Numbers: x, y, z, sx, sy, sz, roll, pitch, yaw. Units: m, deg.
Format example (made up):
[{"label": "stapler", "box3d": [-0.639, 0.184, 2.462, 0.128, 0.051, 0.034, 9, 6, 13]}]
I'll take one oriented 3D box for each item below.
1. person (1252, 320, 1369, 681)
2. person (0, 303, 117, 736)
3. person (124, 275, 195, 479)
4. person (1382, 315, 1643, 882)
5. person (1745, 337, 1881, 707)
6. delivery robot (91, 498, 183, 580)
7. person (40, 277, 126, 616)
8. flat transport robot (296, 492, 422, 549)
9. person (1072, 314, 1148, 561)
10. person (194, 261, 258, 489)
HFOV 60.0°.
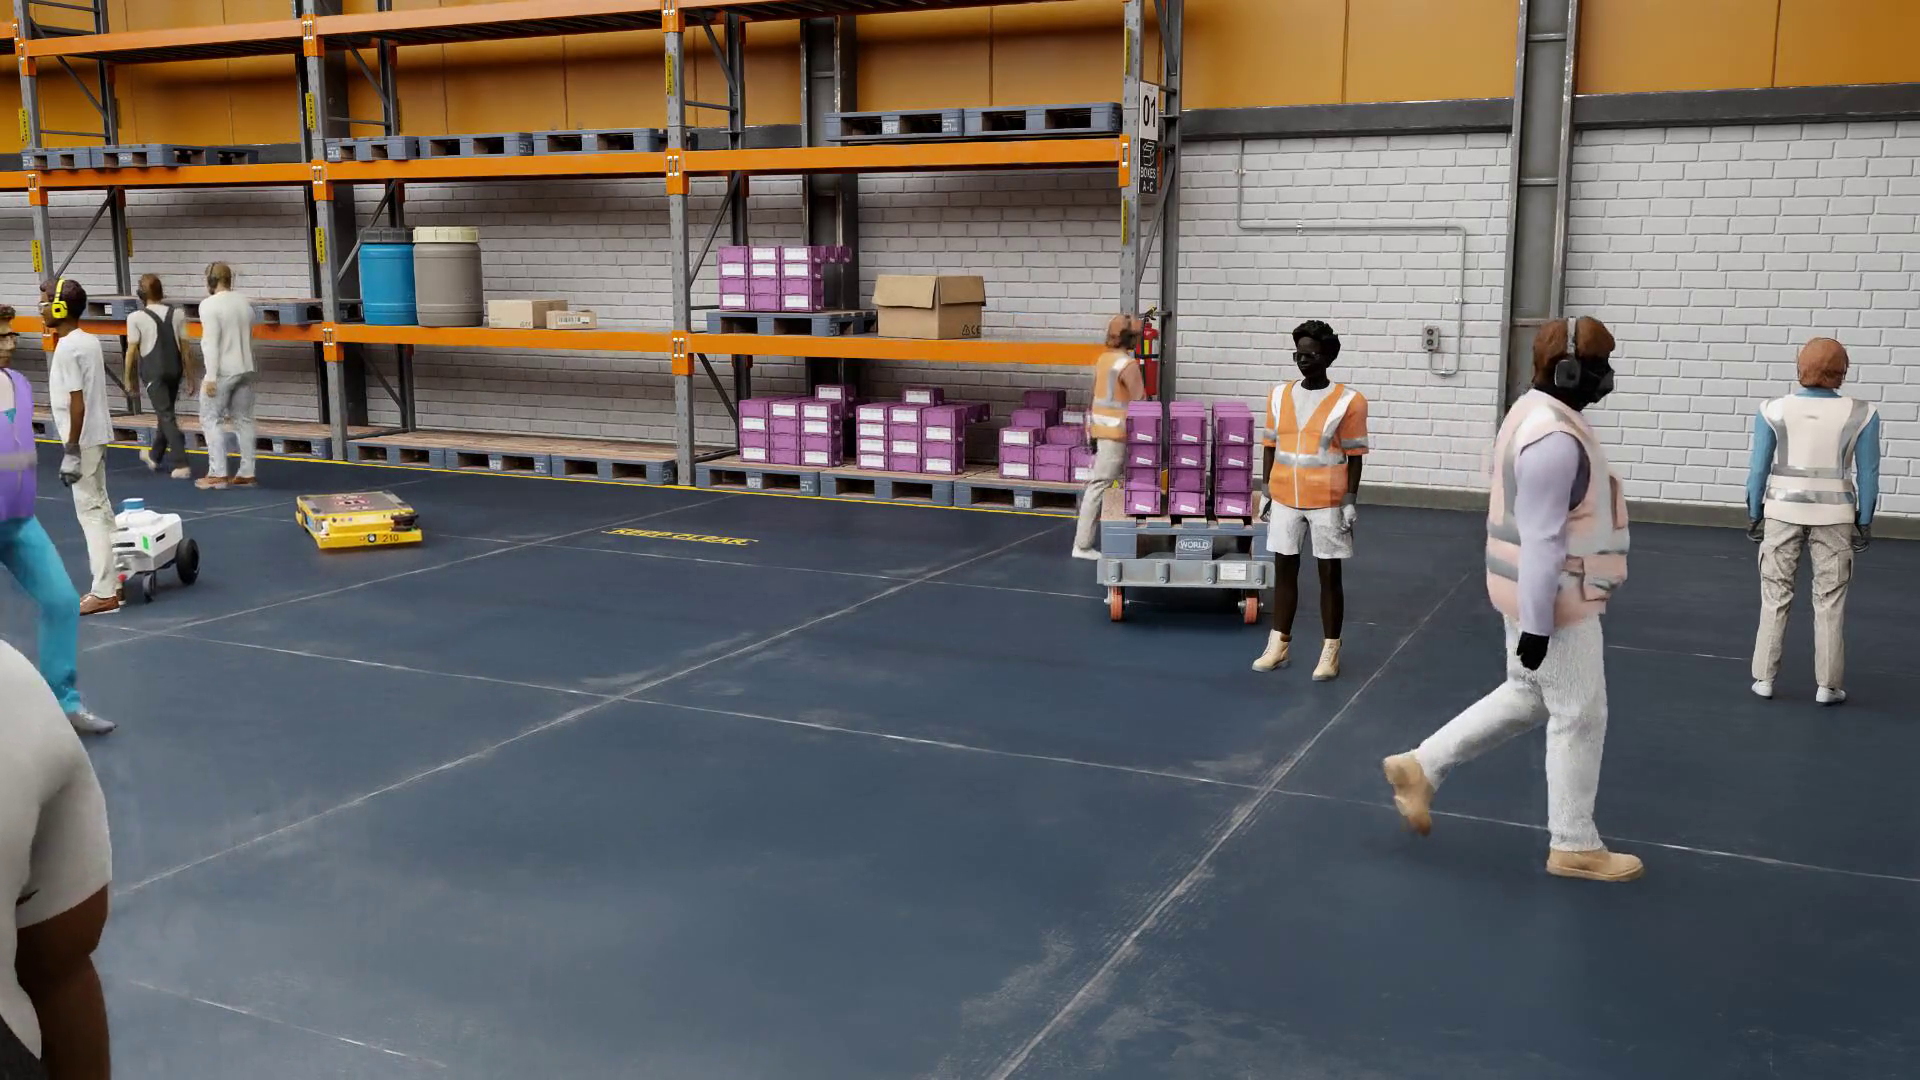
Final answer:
[{"label": "person", "box3d": [1.650, -0.186, 7.857, 0.530, 1.697, 0.321, 7, 12, 36]}, {"label": "person", "box3d": [-3.790, -0.045, 6.676, 0.713, 1.816, 0.613, 1, 10, 6]}, {"label": "person", "box3d": [-7.155, -1.450, 14.807, 1.009, 1.789, 0.525, 8, 12, 37]}, {"label": "person", "box3d": [1.817, 0.184, 5.370, 0.757, 1.821, 0.621, 2, 10, 12]}, {"label": "person", "box3d": [3.780, -0.077, 7.408, 0.525, 1.637, 0.307, 6, 11, 30]}, {"label": "delivery robot", "box3d": [-4.850, -0.001, 9.801, 0.477, 0.478, 0.707, -2, 10, -10]}, {"label": "person", "box3d": [-4.887, -0.512, 9.228, 0.333, 1.873, 0.520, -2, 10, -12]}, {"label": "flat transport robot", "box3d": [-4.290, -0.163, 11.808, 0.652, 0.197, 1.431, -5, 11, -27]}, {"label": "person", "box3d": [1.096, -0.662, 10.852, 0.828, 1.595, 0.505, -2, 10, -14]}, {"label": "person", "box3d": [-6.262, -1.384, 14.098, 0.564, 1.926, 0.659, 2, 10, 13]}]
